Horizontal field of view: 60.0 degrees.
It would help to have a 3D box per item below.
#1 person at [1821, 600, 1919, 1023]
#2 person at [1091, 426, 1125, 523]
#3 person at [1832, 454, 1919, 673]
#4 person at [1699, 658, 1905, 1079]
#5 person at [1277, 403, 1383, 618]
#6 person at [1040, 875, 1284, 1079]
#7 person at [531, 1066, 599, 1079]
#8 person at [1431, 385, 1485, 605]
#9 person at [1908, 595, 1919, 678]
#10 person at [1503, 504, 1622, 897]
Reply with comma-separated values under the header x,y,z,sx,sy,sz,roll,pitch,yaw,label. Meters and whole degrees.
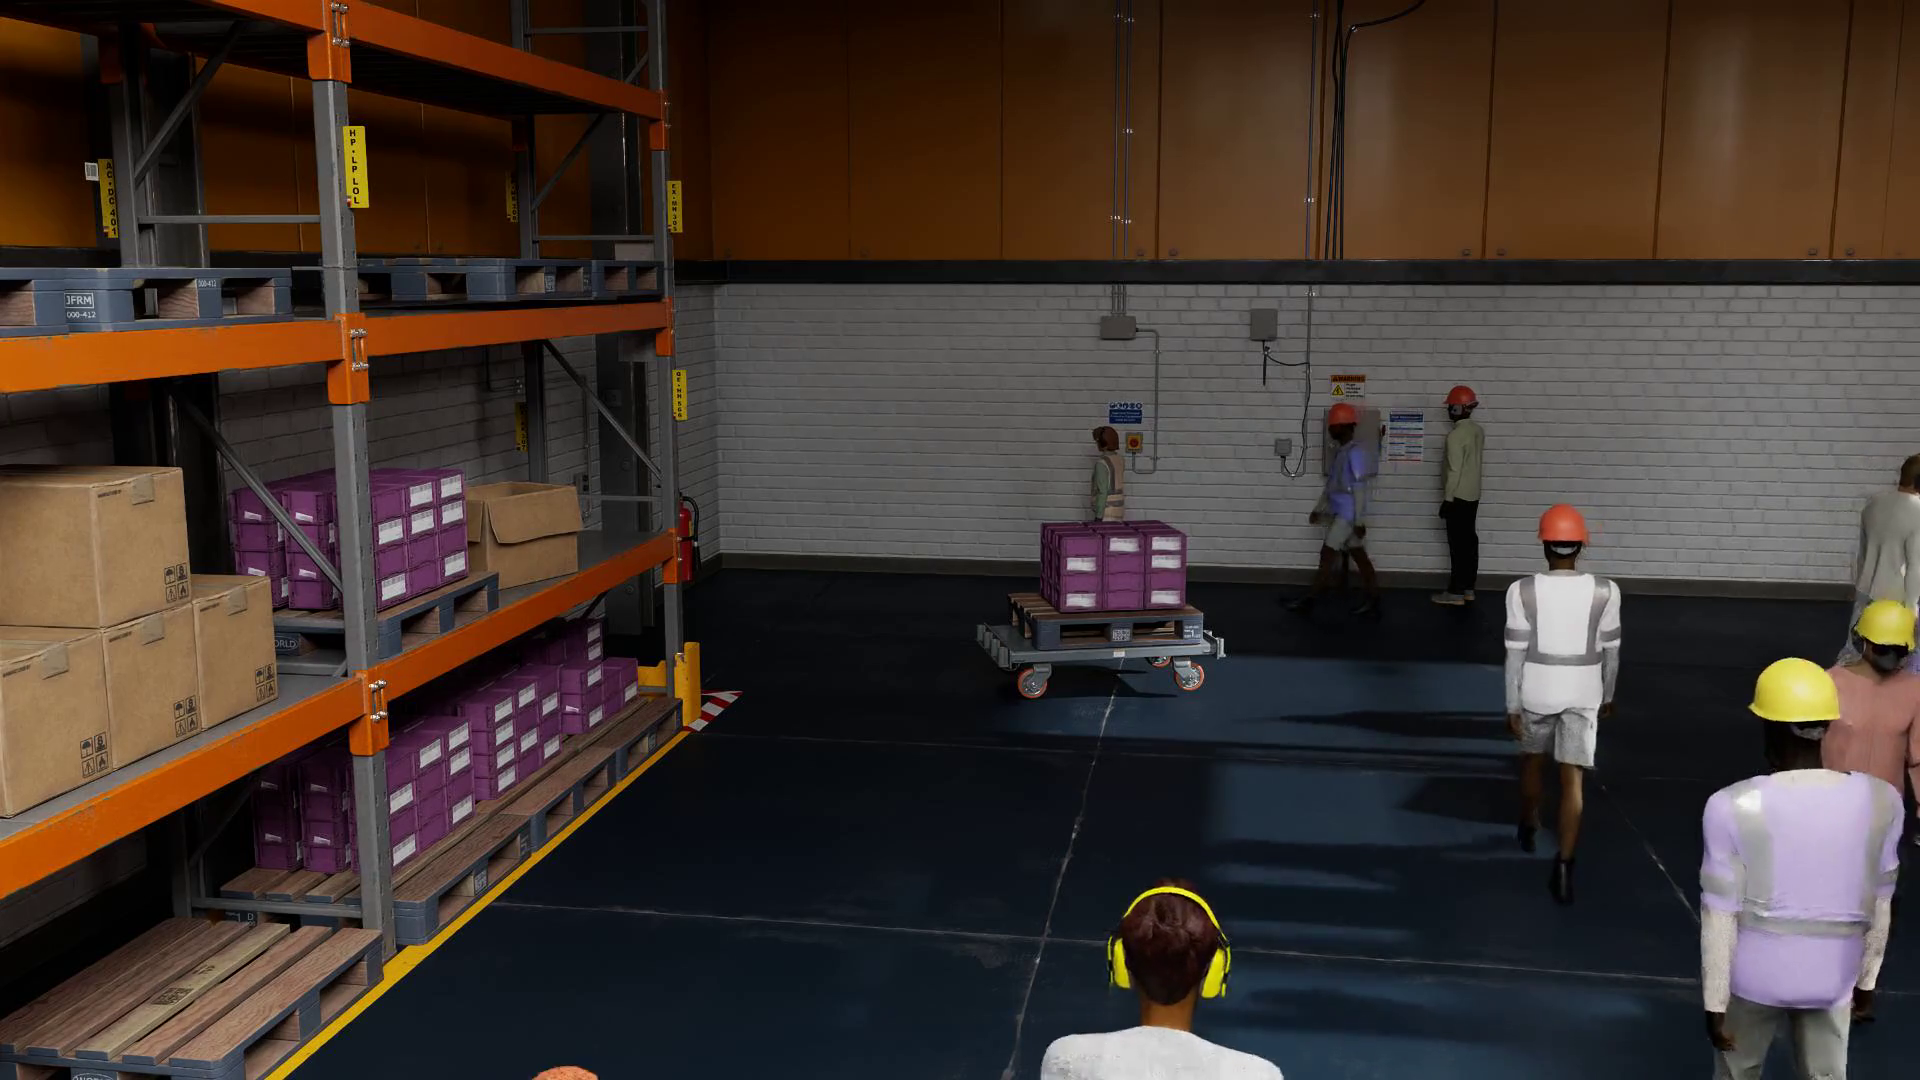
x,y,z,sx,sy,sz,roll,pitch,yaw,label
3.720,1.080,6.844,0.534,1.699,0.933,1,9,7,person
1.340,-0.214,15.061,0.311,1.636,0.521,4,10,26,person
5.990,0.378,10.619,0.987,1.878,0.758,-2,9,-9,person
2.484,1.298,4.934,0.593,1.901,0.817,1,9,4,person
3.271,-0.247,14.494,0.982,1.883,0.564,1,9,6,person
0.398,1.591,3.368,0.546,1.830,0.968,2,10,15,person
-0.673,1.714,2.565,0.578,1.843,0.975,4,10,24,person
4.548,-0.409,15.158,0.382,1.996,0.608,8,12,39,person
4.940,0.778,8.120,0.644,1.900,0.877,1,9,7,person
2.984,0.765,8.287,0.550,1.890,1.011,3,10,18,person
